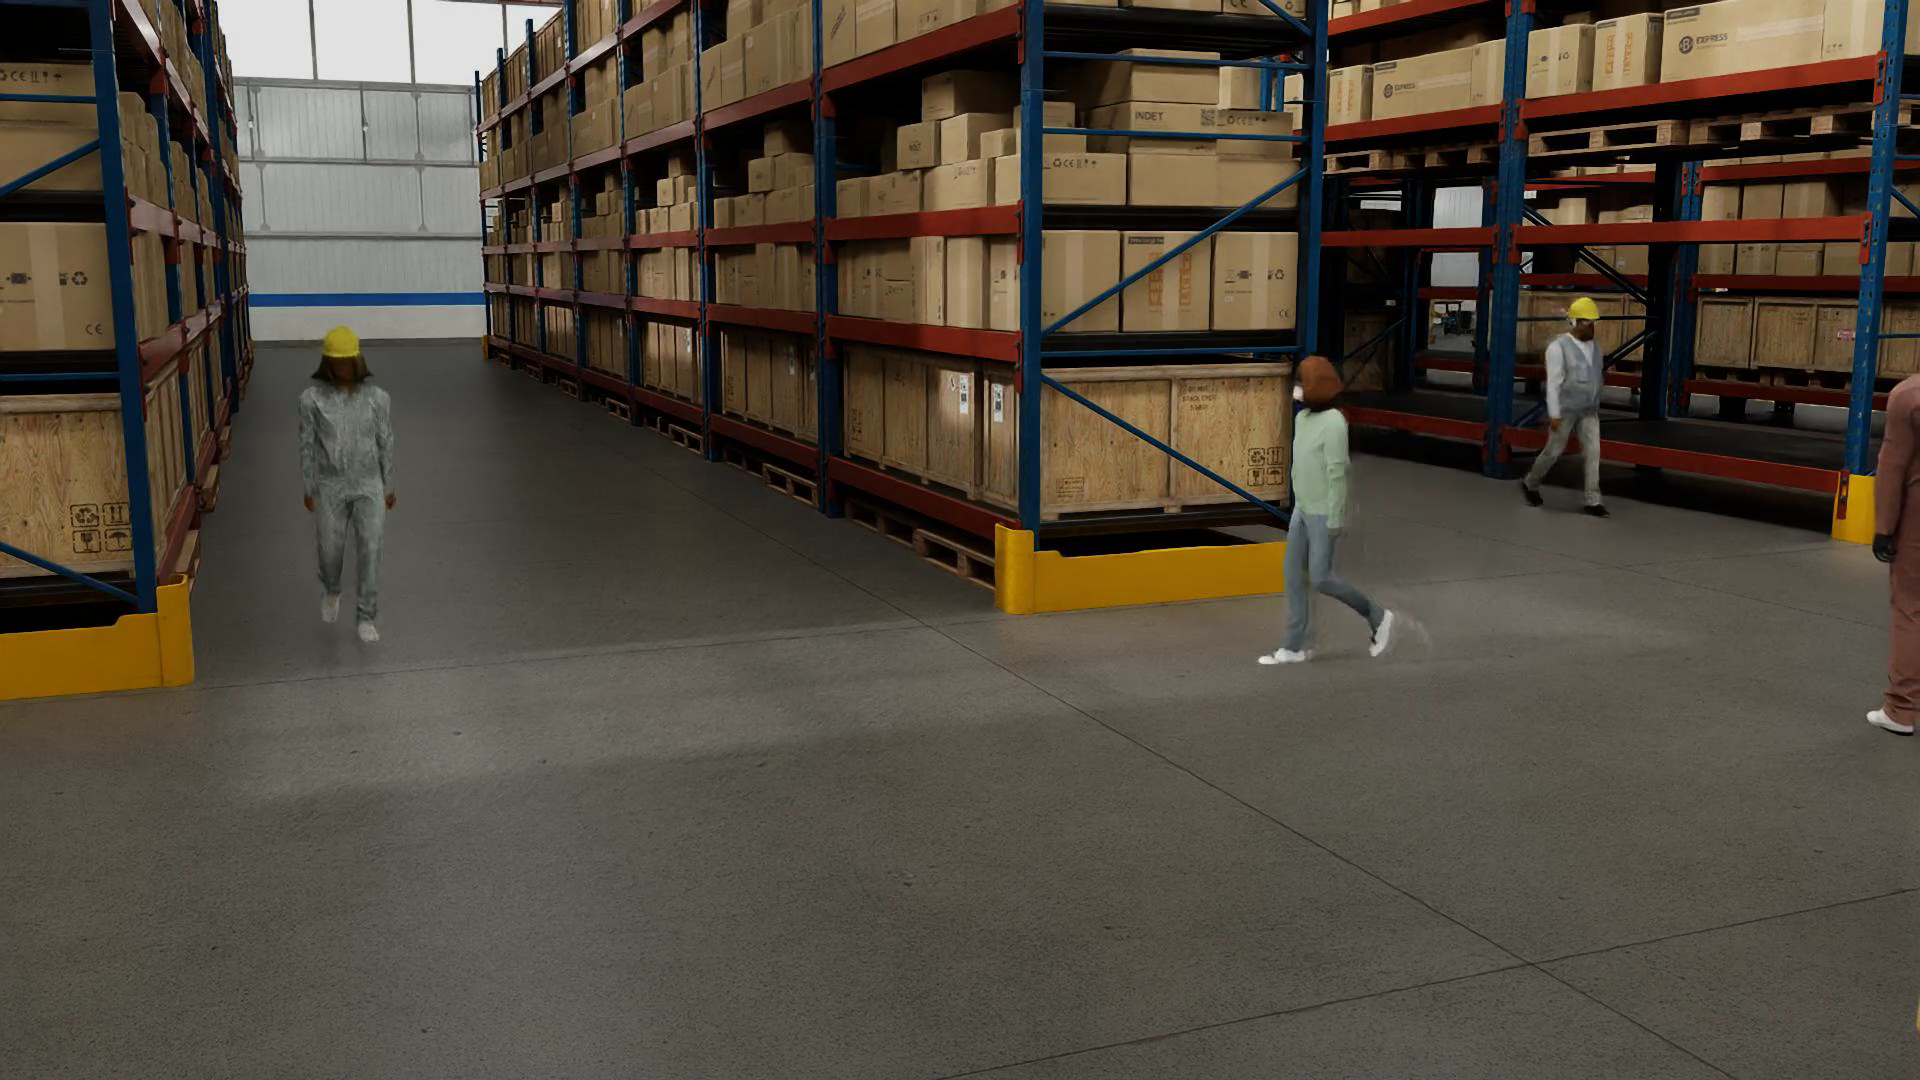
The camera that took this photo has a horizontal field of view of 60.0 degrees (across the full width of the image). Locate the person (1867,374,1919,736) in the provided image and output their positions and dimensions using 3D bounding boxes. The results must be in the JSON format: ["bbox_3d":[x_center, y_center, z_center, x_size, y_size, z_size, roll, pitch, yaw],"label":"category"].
[{"bbox_3d":[4.321,-0.079,7.291,0.649,1.899,0.400,1,10,5],"label":"person"}]

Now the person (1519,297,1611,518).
[{"bbox_3d":[5.042,-1.111,13.770,0.592,1.806,0.880,-4,10,-21],"label":"person"}]

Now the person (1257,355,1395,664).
[{"bbox_3d":[1.890,-0.137,8.499,0.608,1.618,0.503,-2,10,-11],"label":"person"}]

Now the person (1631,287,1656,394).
[{"bbox_3d":[10.851,-3.173,26.226,0.522,1.761,0.322,-3,10,-15],"label":"person"}]

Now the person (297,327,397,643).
[{"bbox_3d":[-3.364,-0.312,9.155,0.491,1.727,0.478,-5,10,-25],"label":"person"}]
